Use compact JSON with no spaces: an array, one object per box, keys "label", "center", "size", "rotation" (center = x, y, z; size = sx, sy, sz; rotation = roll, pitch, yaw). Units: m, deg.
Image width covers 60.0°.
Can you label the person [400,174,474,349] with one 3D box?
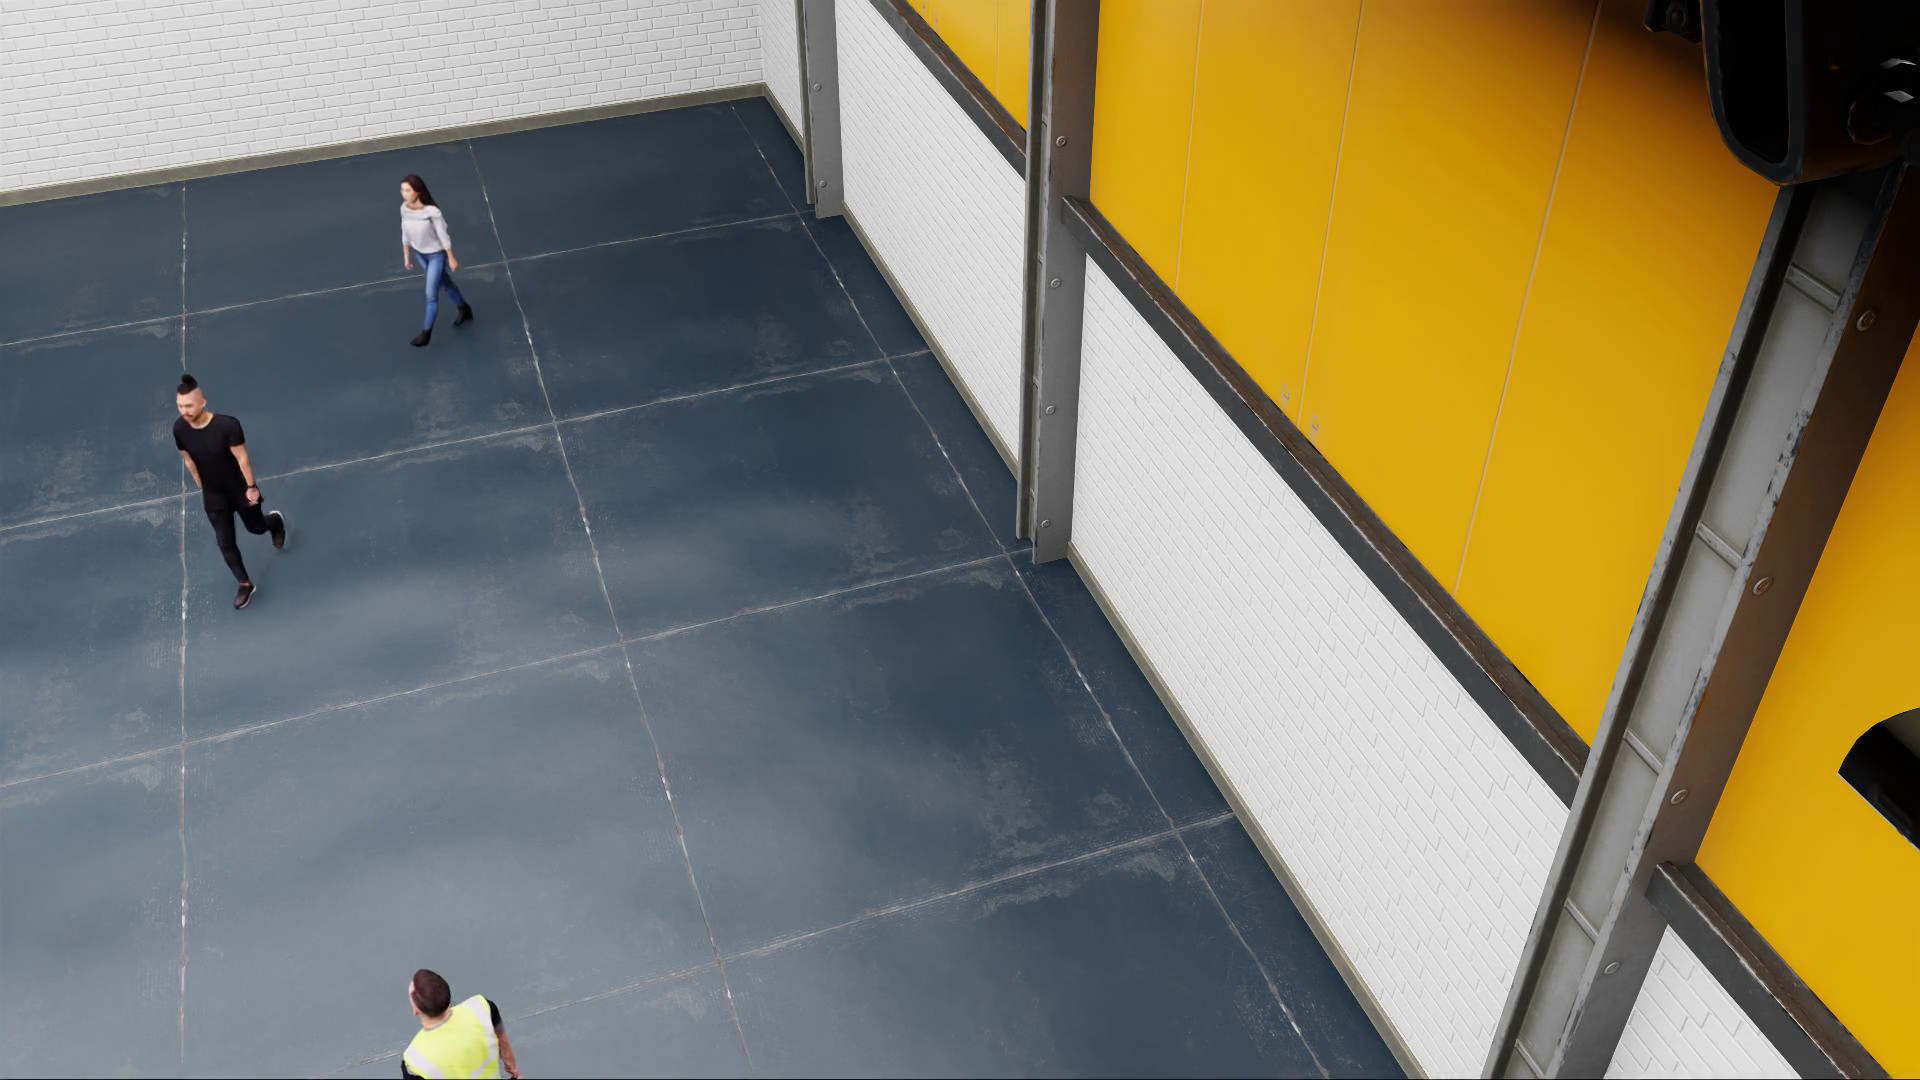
[{"label":"person","center":[-4.703,-2.568,14.991],"size":[1.069,1.582,1.073],"rotation":[21,43,24]}]

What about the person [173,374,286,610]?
[{"label":"person","center":[-5.303,-0.434,12.116],"size":[0.900,1.834,1.176],"rotation":[0,39,0]}]

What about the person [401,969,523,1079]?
[{"label":"person","center":[-2.371,2.778,8.123],"size":[1.304,1.799,1.148],"rotation":[24,44,27]}]
